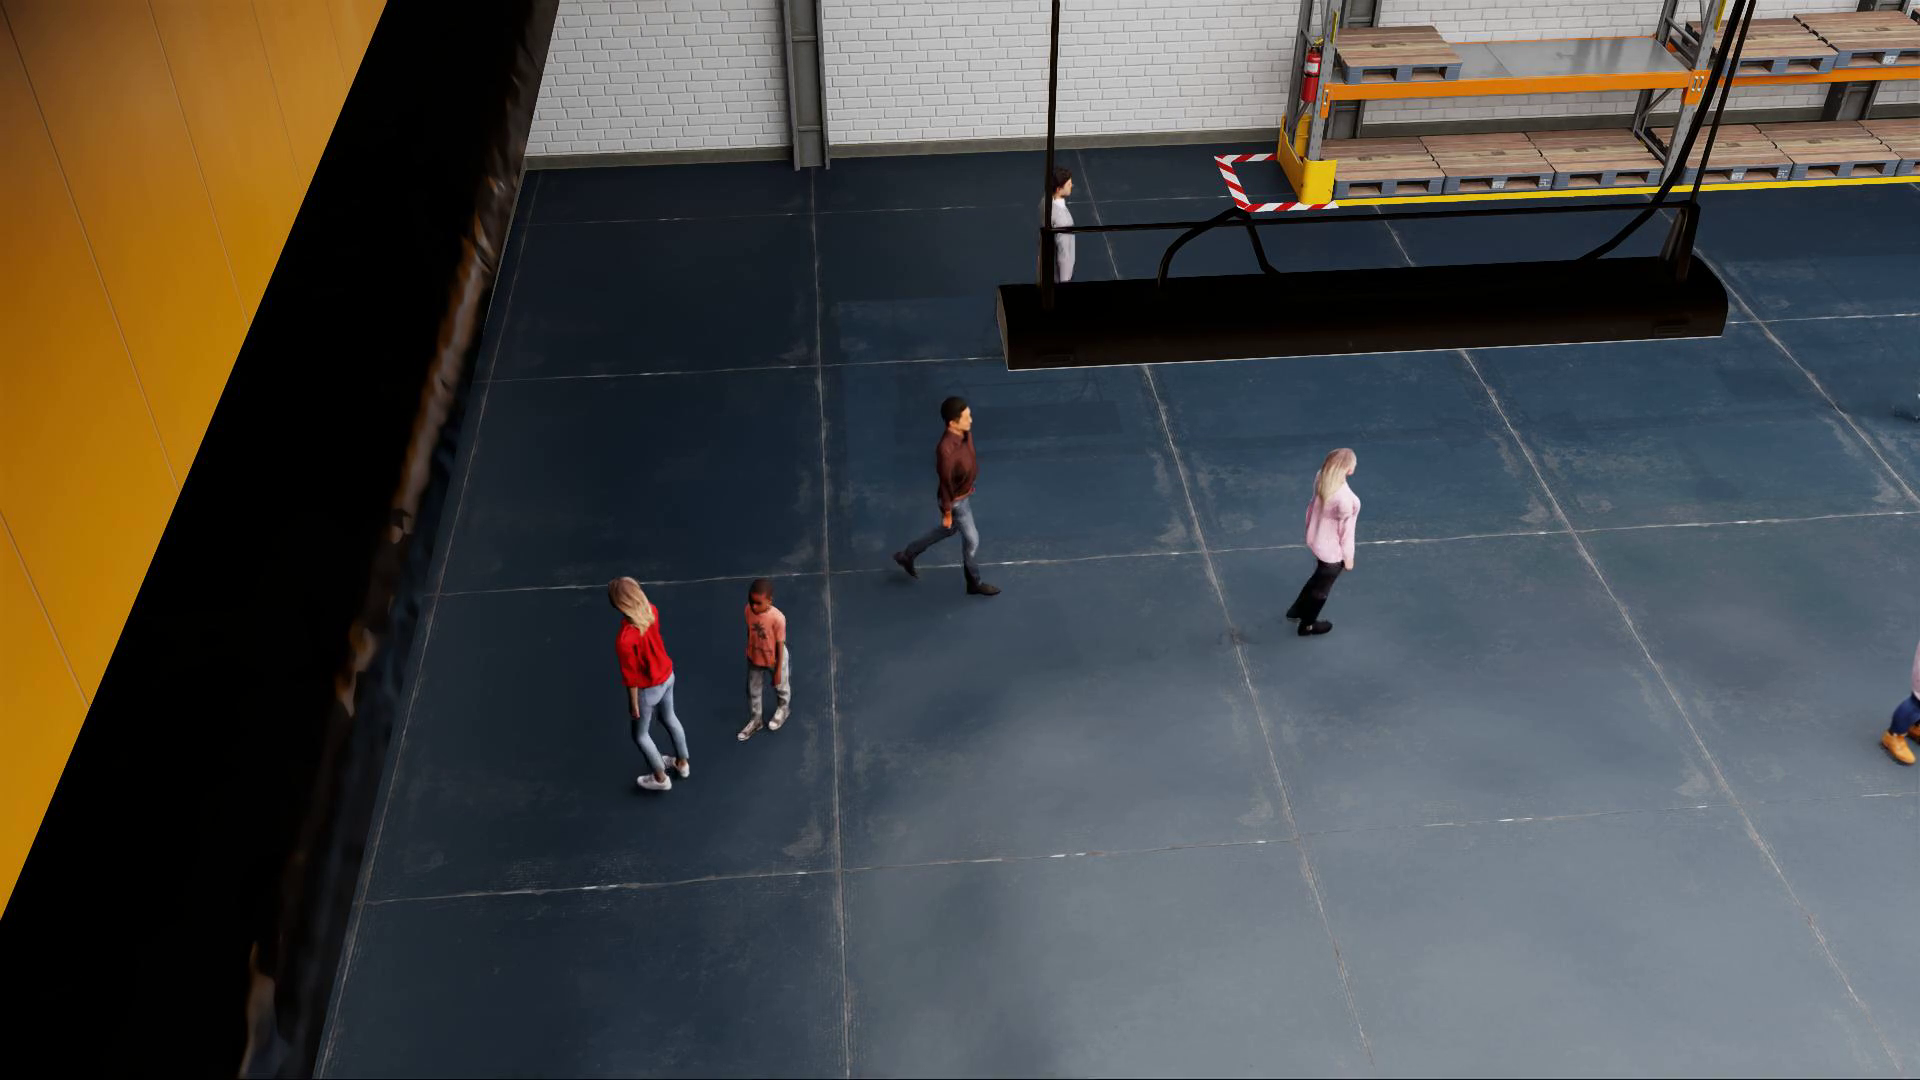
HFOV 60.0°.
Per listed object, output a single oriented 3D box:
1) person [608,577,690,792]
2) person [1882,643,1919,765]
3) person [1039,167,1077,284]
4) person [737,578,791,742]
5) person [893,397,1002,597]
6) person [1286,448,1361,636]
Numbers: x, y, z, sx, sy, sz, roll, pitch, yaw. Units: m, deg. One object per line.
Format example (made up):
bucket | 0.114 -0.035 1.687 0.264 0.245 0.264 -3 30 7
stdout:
person | -1.995 0.946 10.781 0.732 1.692 0.719 13 40 16
person | 6.549 0.745 10.991 0.722 1.744 0.842 -20 43 -23
person | 0.787 -2.431 14.837 1.005 1.907 0.771 -5 39 -7
person | -1.272 0.750 11.343 0.695 1.297 0.722 19 42 22
person | -0.124 -0.319 12.317 1.159 1.751 0.856 7 39 8
person | 2.556 0.047 11.920 0.640 1.675 0.628 -7 39 -9
